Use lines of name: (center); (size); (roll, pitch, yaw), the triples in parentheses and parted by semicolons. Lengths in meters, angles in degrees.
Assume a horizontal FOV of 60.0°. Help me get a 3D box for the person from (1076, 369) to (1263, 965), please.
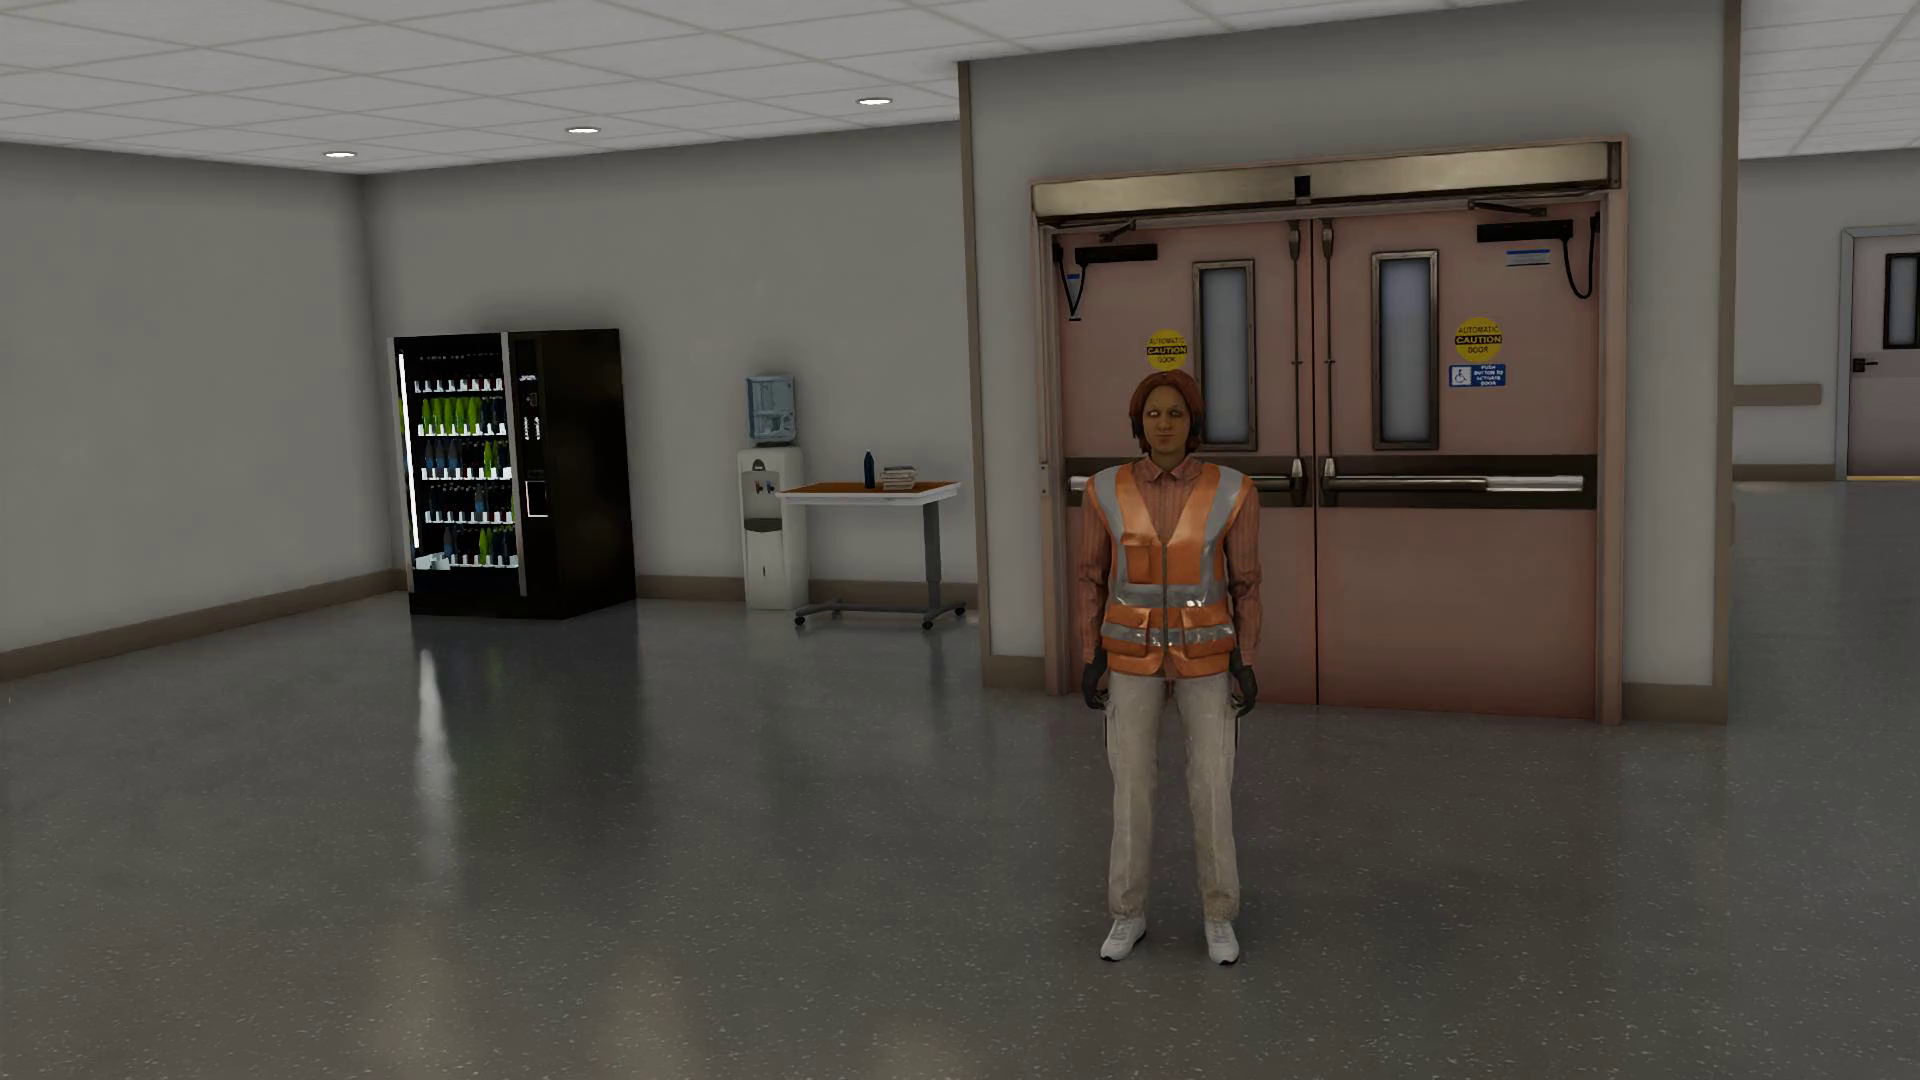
person: (0.582, 0.351, 4.614); (0.514, 1.645, 0.307); (-1, 8, 12)
